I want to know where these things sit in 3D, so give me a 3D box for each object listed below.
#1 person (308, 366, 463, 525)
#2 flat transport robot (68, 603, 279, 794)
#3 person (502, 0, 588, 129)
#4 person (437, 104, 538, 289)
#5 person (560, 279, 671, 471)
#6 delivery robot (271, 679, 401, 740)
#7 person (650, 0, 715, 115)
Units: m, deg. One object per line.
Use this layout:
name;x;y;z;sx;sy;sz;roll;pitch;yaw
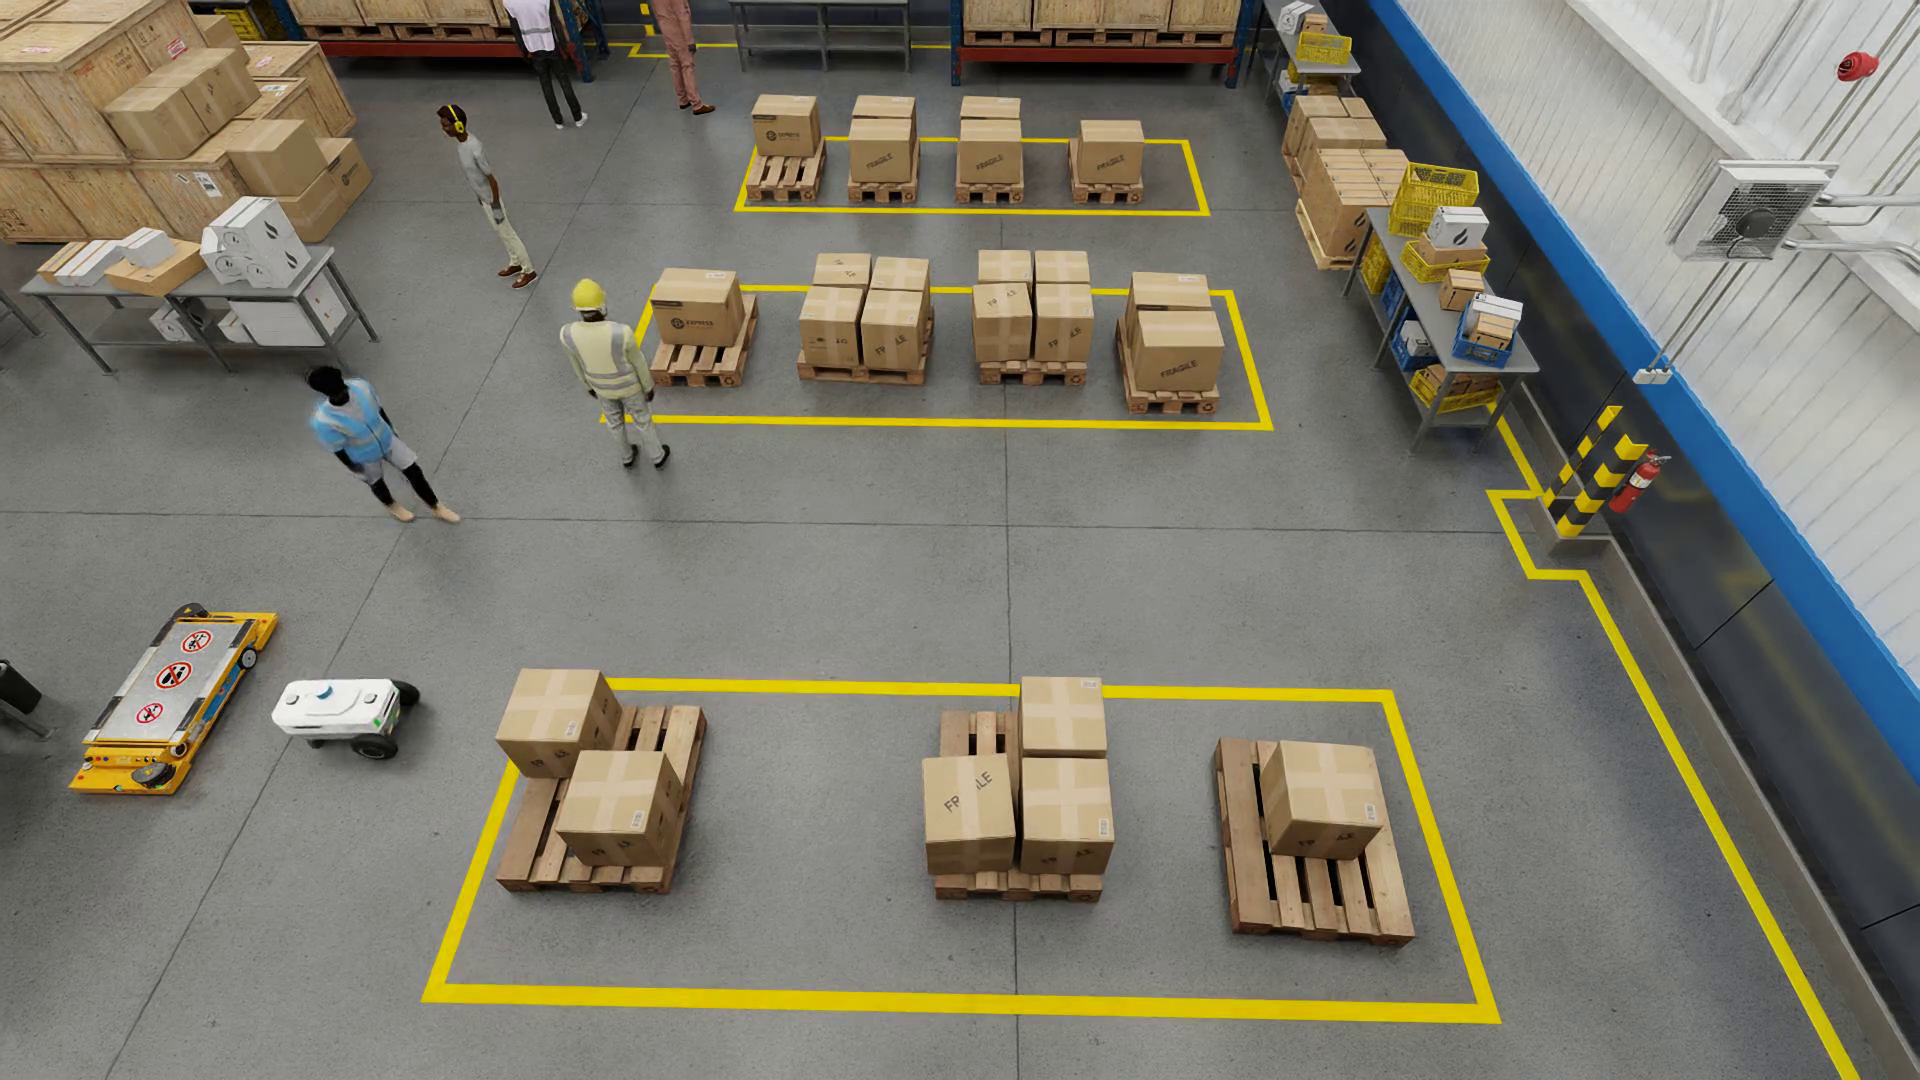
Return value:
person;-4.455;-0.670;7.006;0.760;1.654;0.542;20;53;16
flat transport robot;-5.504;1.072;6.442;0.652;0.197;1.431;1;50;1
person;-5.223;-6.159;11.494;0.590;1.911;0.395;-8;50;-7
person;-4.754;-3.430;9.211;0.329;1.872;0.507;-35;58;-26
person;-2.774;-1.286;7.430;0.582;1.823;0.403;2;50;2
delivery robot;-4.173;1.123;6.155;0.707;0.478;0.477;-1;50;-1
person;-3.614;-6.505;11.789;0.638;1.910;0.407;35;58;26
